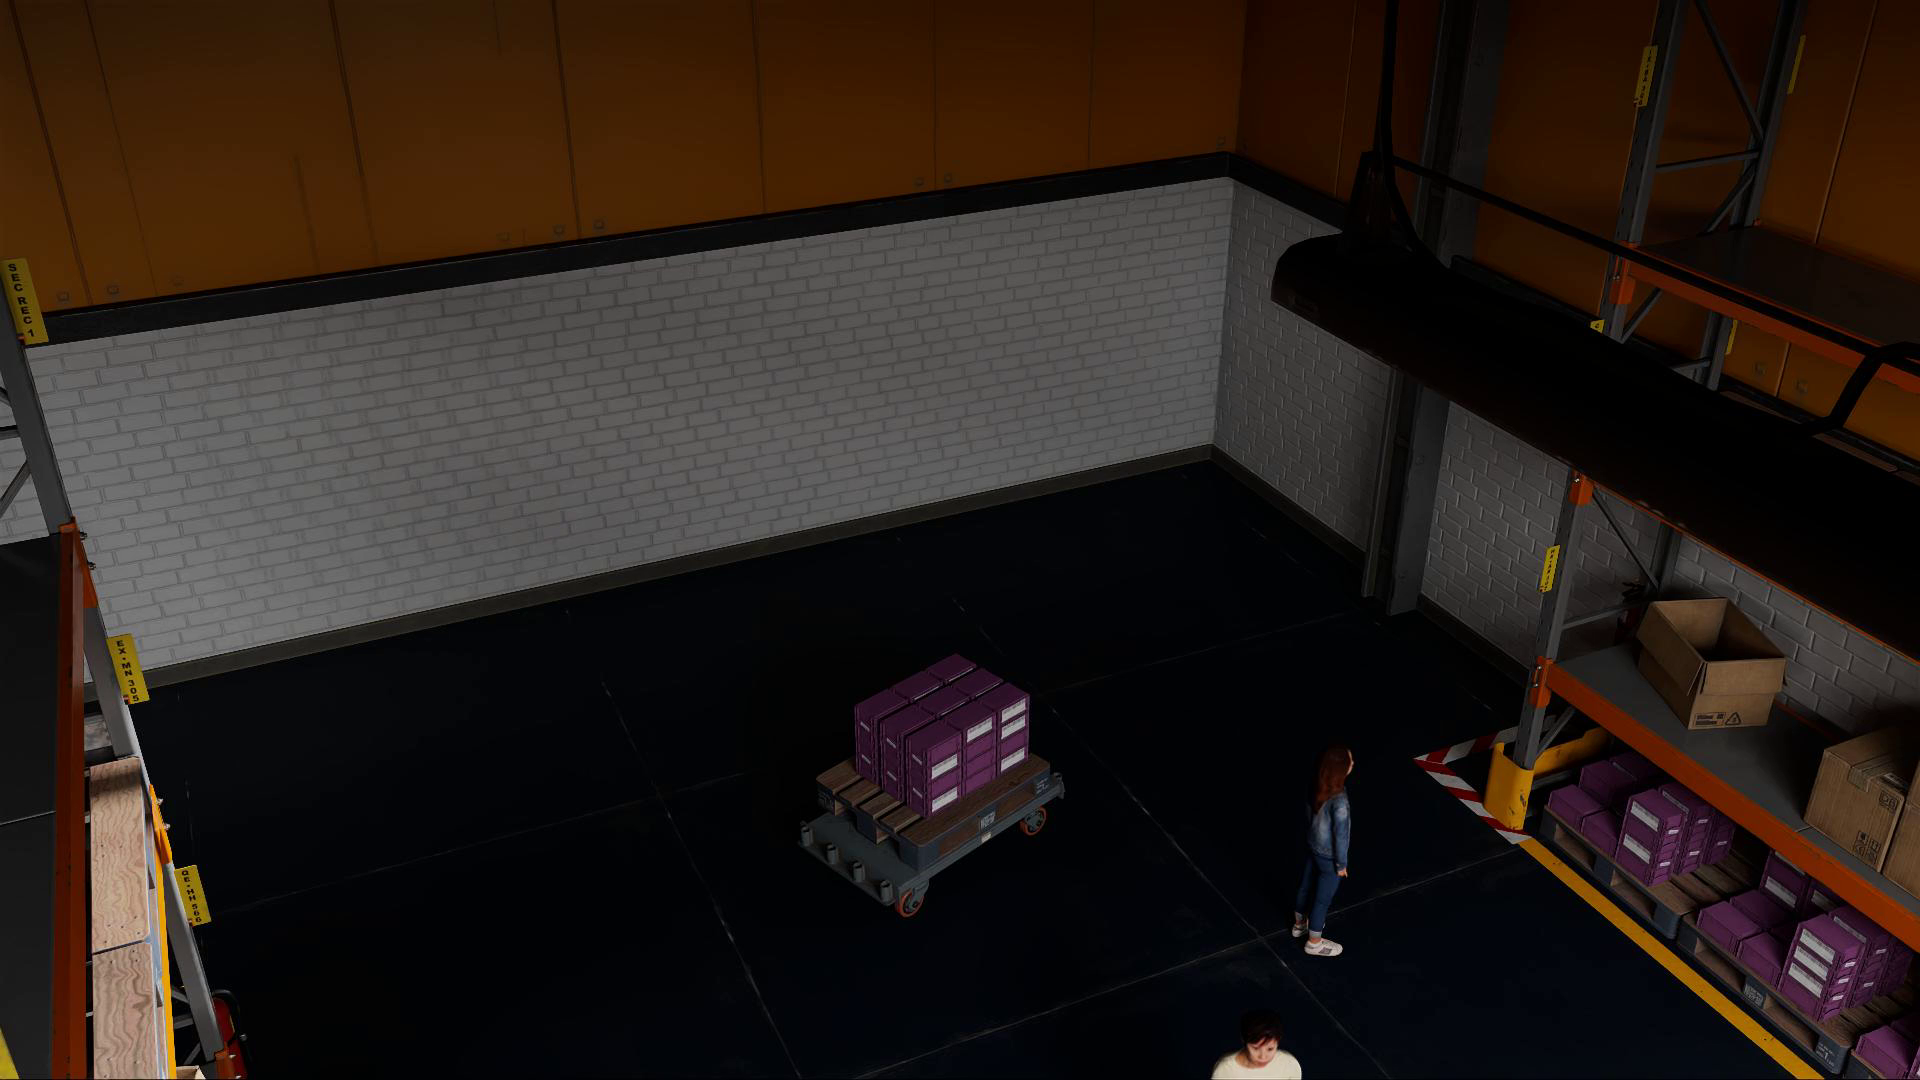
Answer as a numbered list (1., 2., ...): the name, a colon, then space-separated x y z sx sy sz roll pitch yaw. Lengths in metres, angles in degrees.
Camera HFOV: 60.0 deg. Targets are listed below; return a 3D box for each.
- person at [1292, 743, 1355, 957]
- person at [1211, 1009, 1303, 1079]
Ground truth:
1. person: 2.191 1.844 10.013 0.663 1.475 0.481 -7 29 -13
2. person: 1.402 2.870 8.018 0.643 1.584 0.610 -1 29 -2
